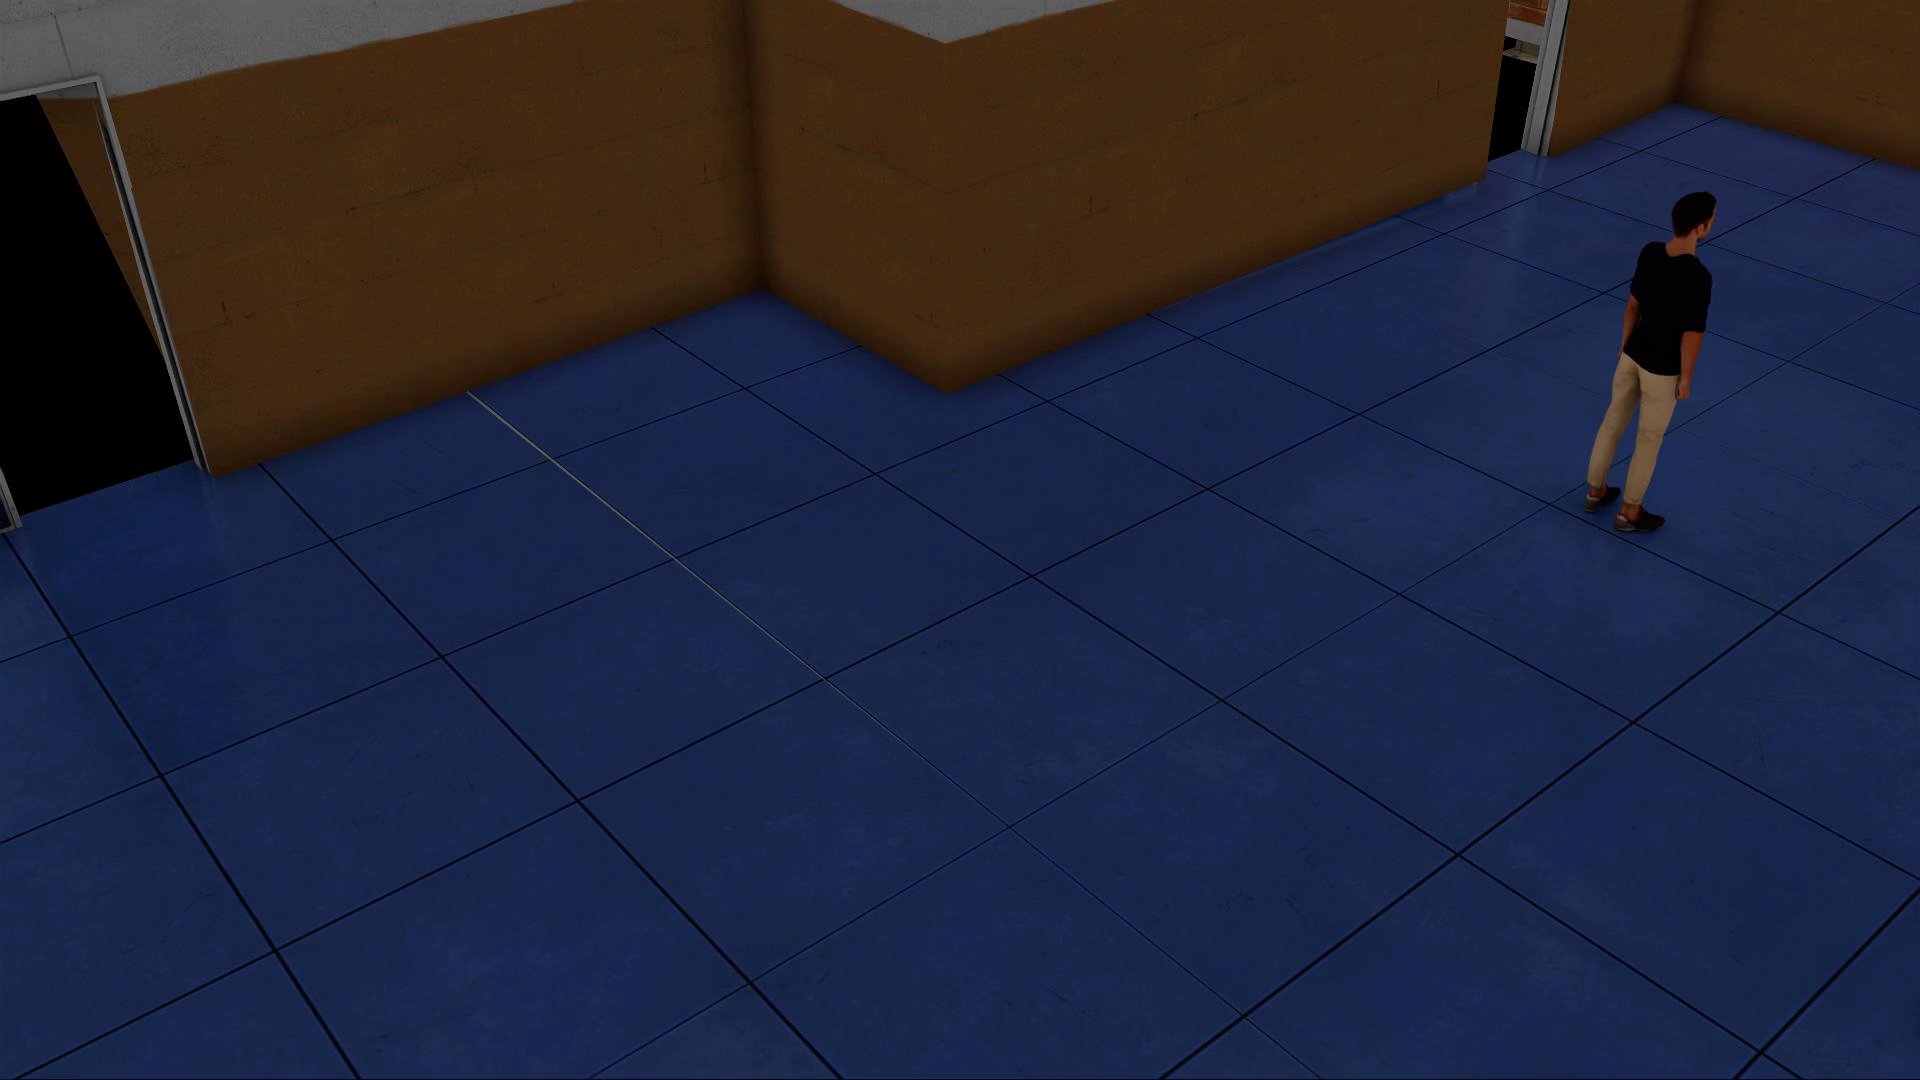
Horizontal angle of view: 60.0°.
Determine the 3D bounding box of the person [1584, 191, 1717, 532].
[{"bbox_3d":[3.593,-0.920,8.617,0.747,1.857,0.569,-14,36,-20],"label":"person"}]
